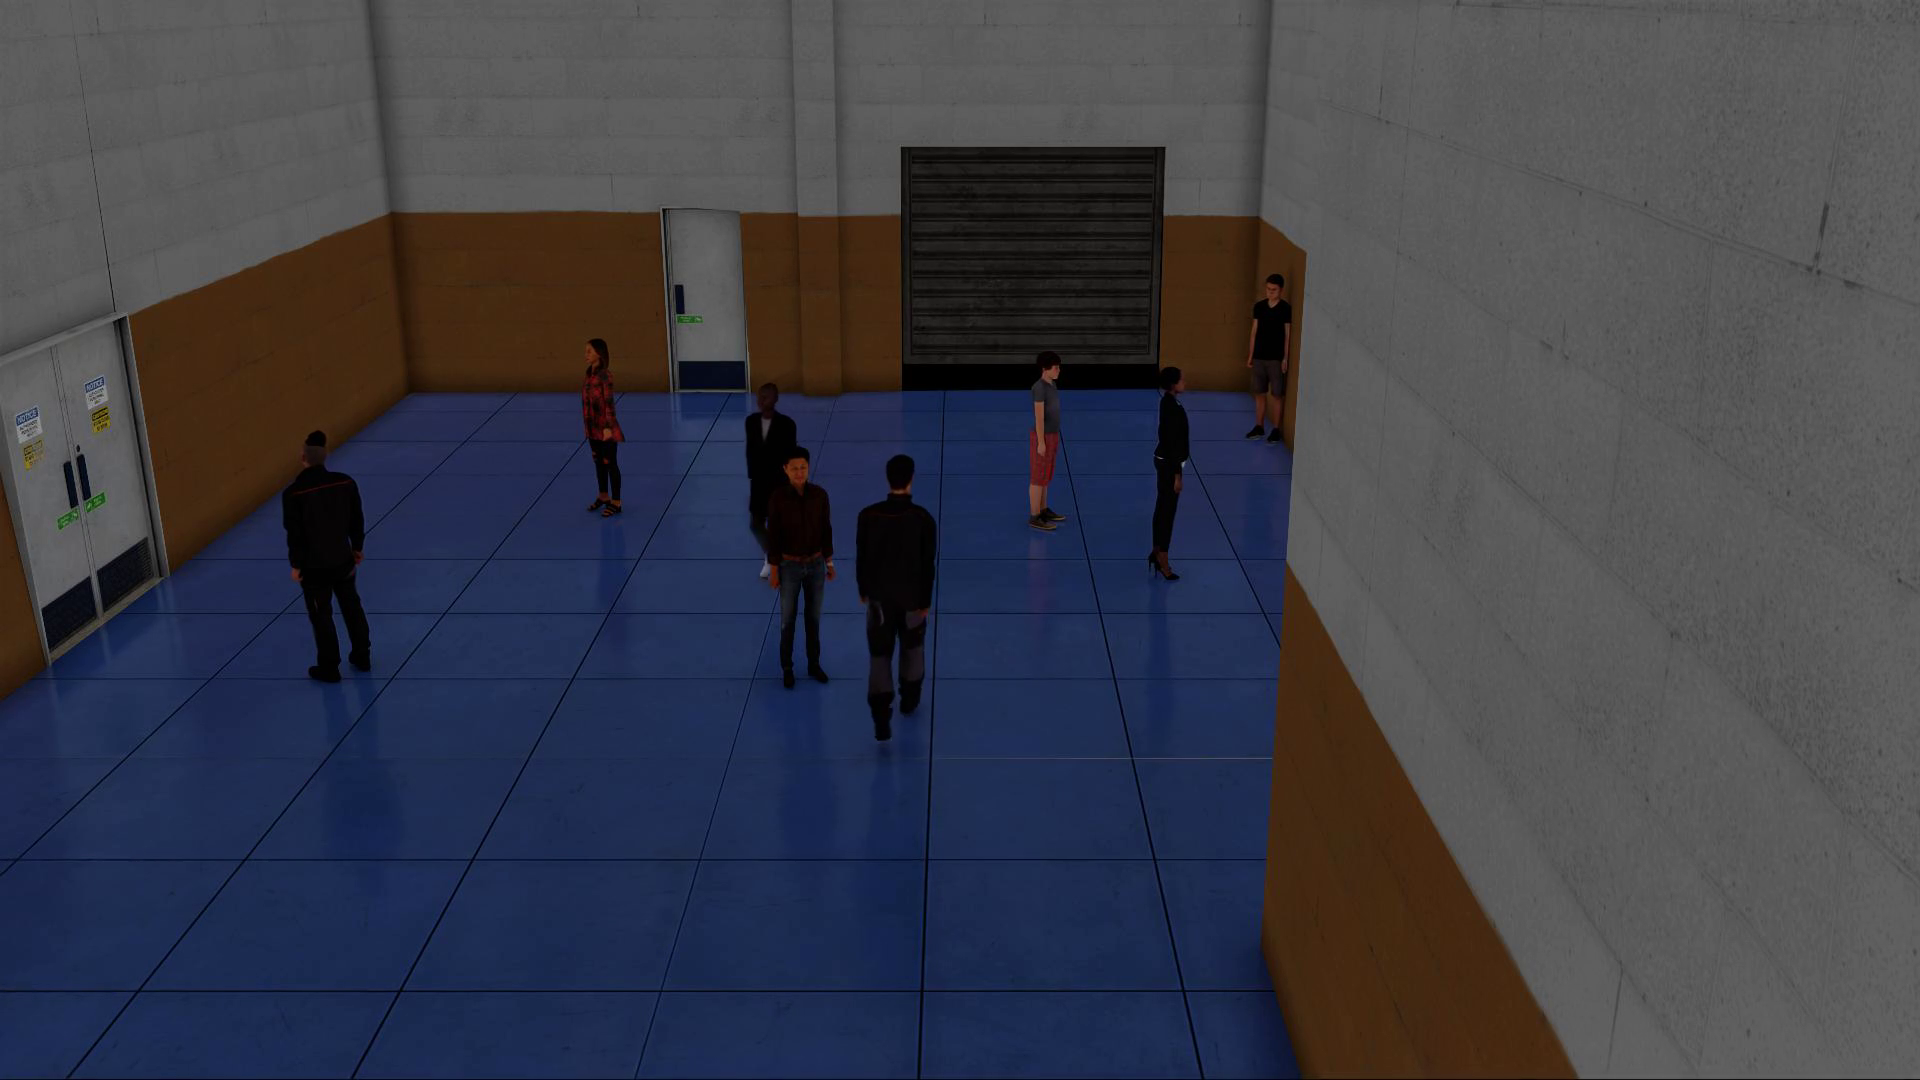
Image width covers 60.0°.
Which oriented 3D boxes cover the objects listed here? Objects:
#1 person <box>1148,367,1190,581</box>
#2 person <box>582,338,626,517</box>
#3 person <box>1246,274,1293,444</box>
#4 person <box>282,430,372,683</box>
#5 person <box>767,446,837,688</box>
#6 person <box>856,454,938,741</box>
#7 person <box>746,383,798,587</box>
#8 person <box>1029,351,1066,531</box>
[{"bbox_3d":[1.776,-0.578,14.129,0.533,1.834,0.625,-2,19,-4],"label":"person"},{"bbox_3d":[-3.411,-1.084,15.835,0.748,1.704,0.698,-16,24,-39],"label":"person"},{"bbox_3d":[3.447,-2.028,18.387,0.739,1.862,0.816,15,24,38],"label":"person"},{"bbox_3d":[-4.586,0.101,12.036,0.875,1.862,0.850,15,23,37],"label":"person"},{"bbox_3d":[-1.151,0.180,11.966,0.614,1.781,0.781,-8,20,-22],"label":"person"},{"bbox_3d":[-0.453,0.412,11.081,1.133,1.907,0.793,1,19,2],"label":"person"},{"bbox_3d":[-1.513,-0.487,13.995,0.717,1.748,0.814,7,20,20],"label":"person"},{"bbox_3d":[0.783,-0.948,15.495,0.636,1.651,0.647,7,20,19],"label":"person"}]
